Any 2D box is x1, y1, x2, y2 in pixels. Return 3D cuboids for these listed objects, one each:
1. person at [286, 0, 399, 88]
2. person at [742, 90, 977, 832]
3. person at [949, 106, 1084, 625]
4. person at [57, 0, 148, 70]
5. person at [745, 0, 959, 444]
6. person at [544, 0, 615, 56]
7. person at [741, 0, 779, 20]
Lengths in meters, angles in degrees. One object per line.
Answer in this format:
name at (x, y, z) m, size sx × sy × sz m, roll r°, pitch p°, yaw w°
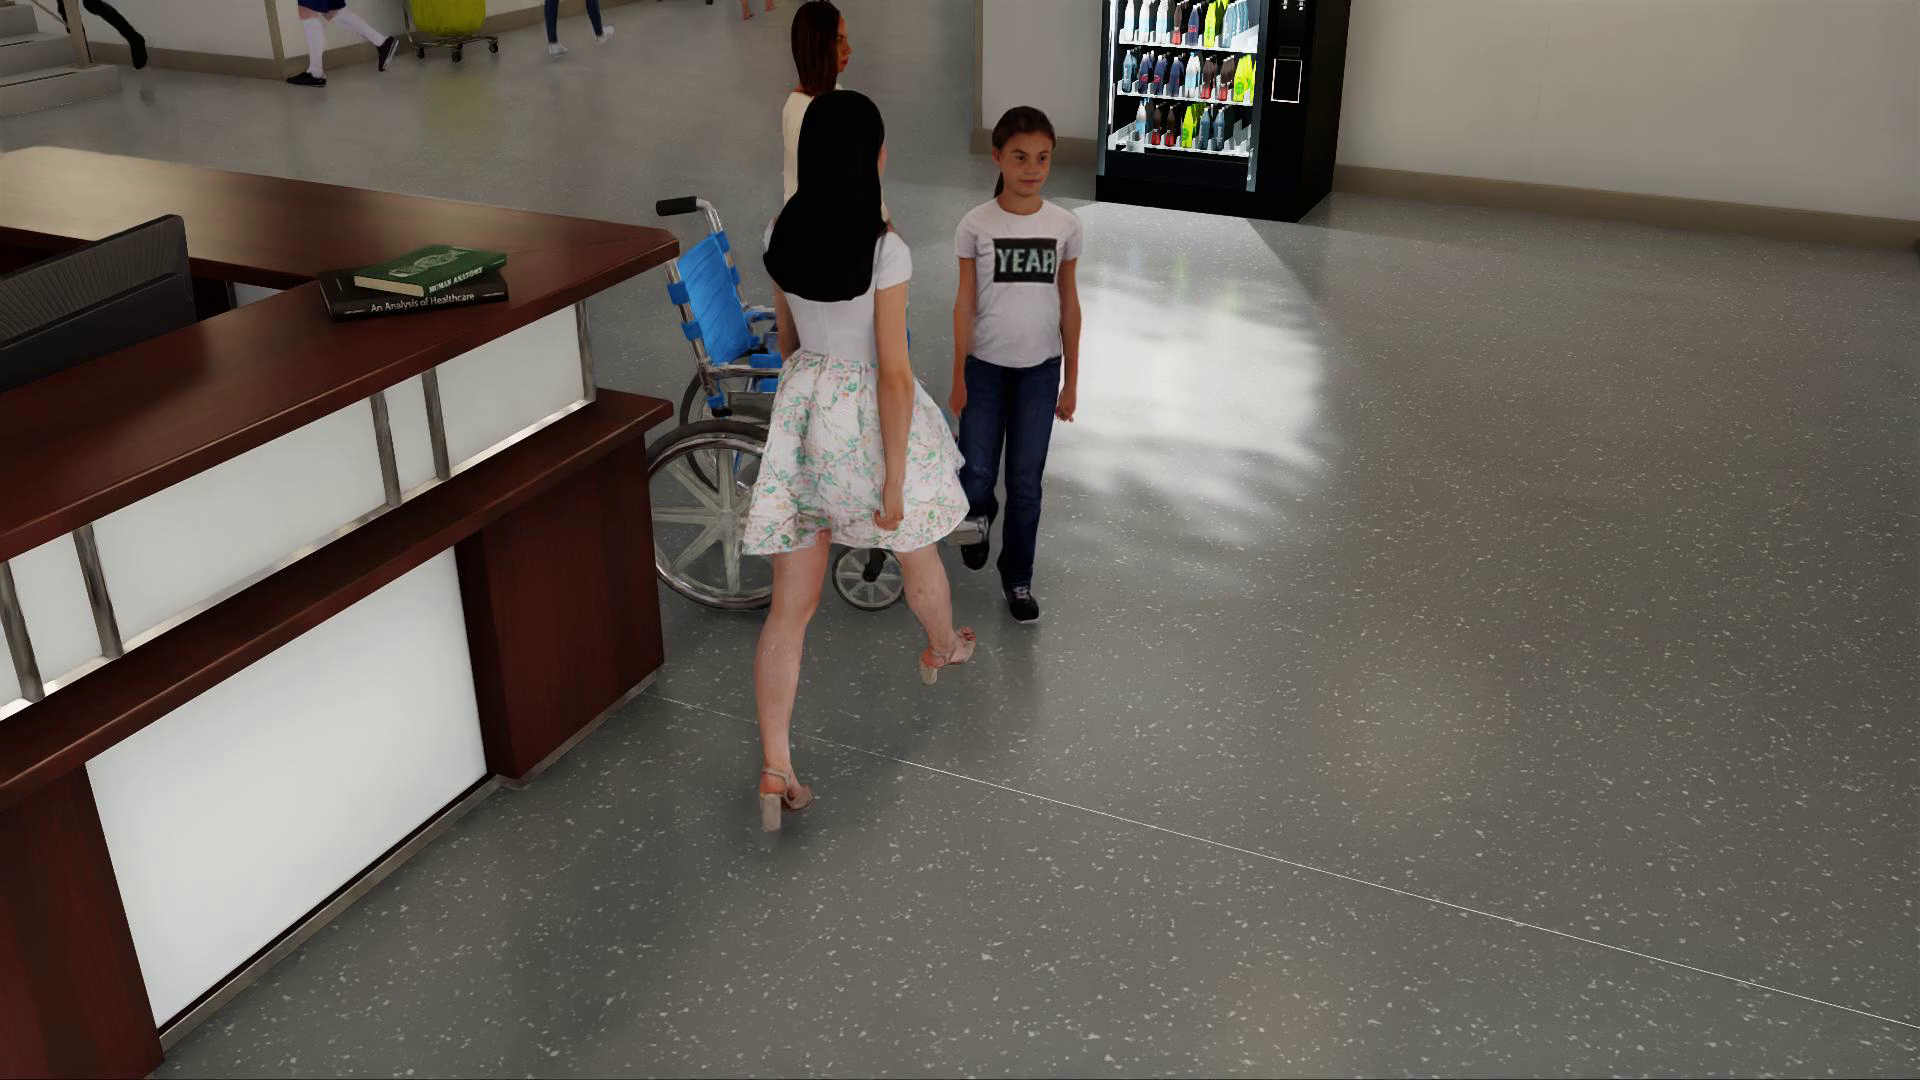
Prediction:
person at (-4.840, -4.419, 12.760) m, size 1.163 × 1.812 × 1.166 m, roll -14°, pitch 29°, yaw -27°
person at (-0.331, -0.121, 3.958) m, size 1.153 × 1.716 × 0.716 m, roll 13°, pitch 29°, yaw 26°
person at (0.139, -0.536, 5.005) m, size 0.769 × 1.553 × 0.797 m, roll -3°, pitch 26°, yaw -6°
person at (-6.845, -4.548, 12.943) m, size 1.016 × 1.885 × 0.708 m, roll 10°, pitch 27°, yaw 19°
person at (-0.574, -1.056, 5.981) m, size 1.139 × 1.642 × 0.827 m, roll 4°, pitch 26°, yaw 7°
person at (-3.345, -4.893, 13.887) m, size 1.100 × 1.687 × 0.755 m, roll 9°, pitch 27°, yaw 18°
person at (-2.040, -5.842, 15.849) m, size 0.810 × 1.691 × 0.798 m, roll 2°, pitch 26°, yaw 4°
